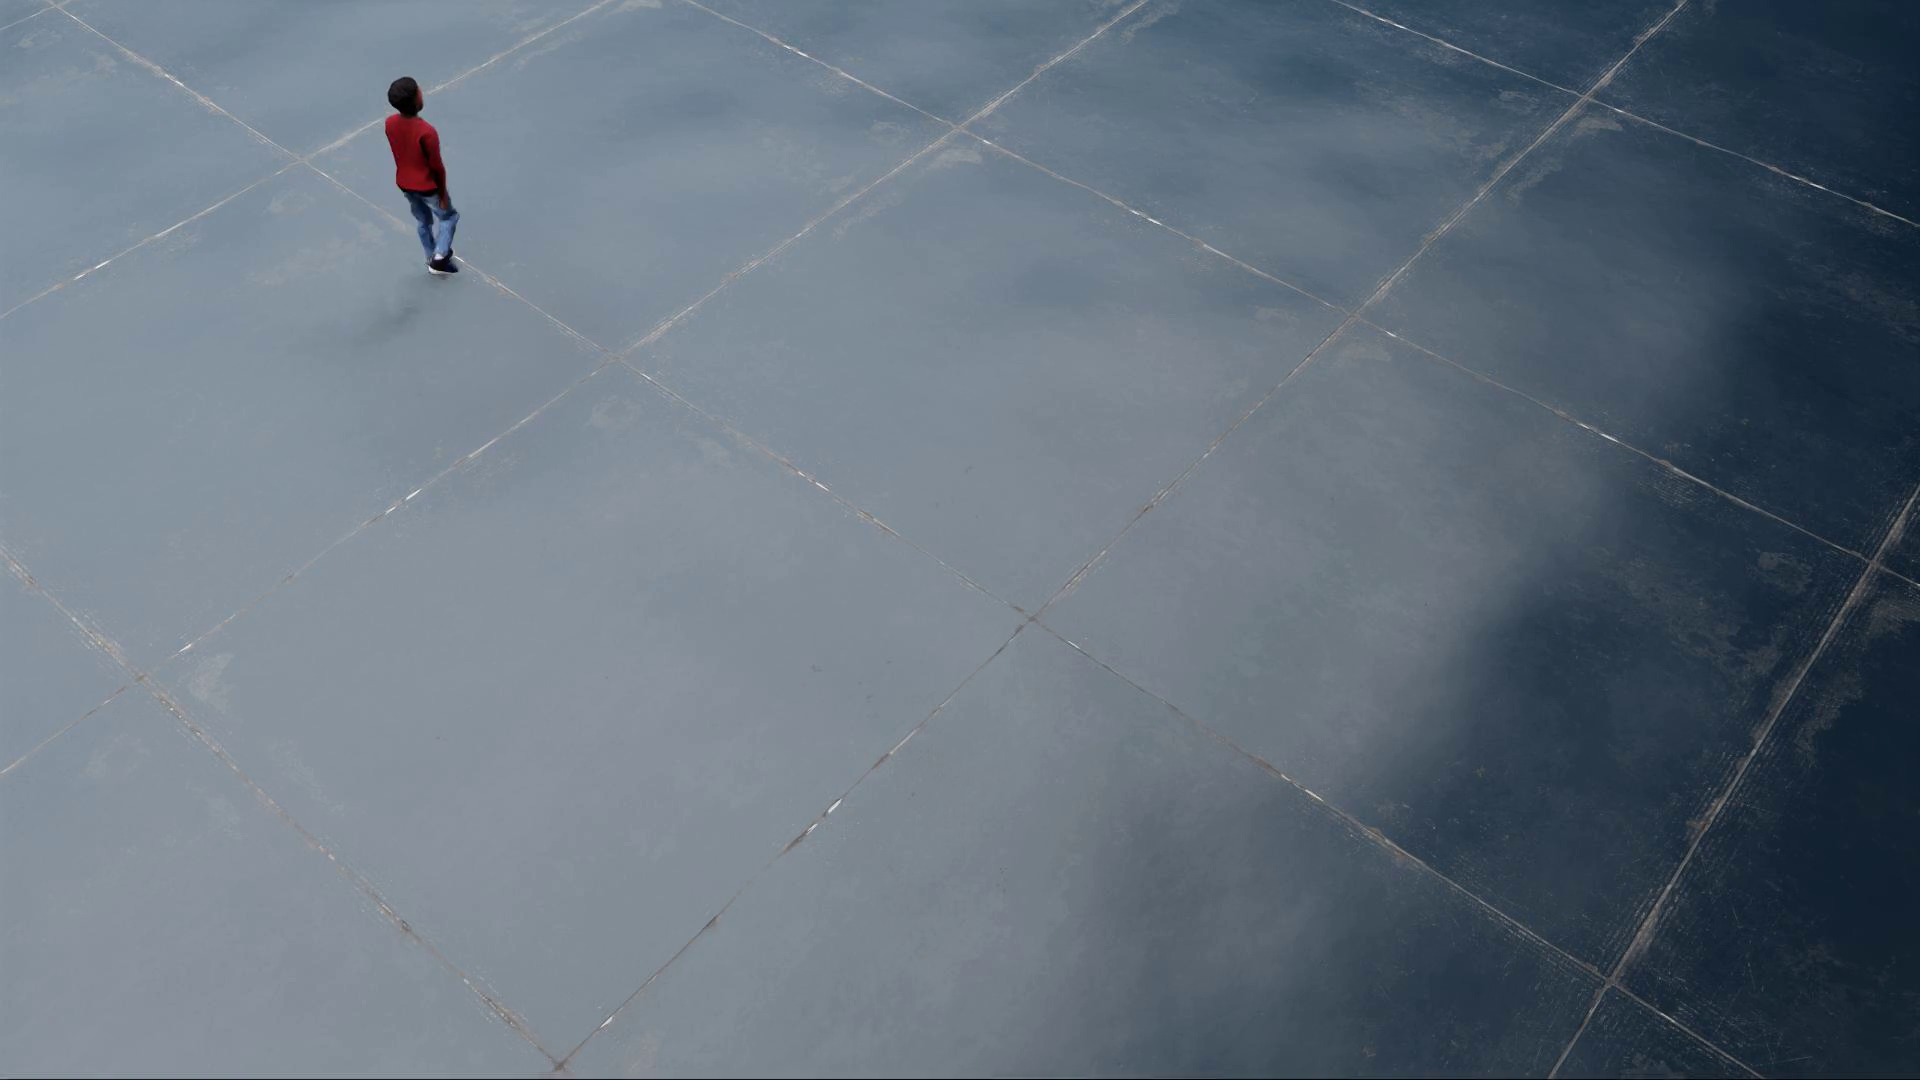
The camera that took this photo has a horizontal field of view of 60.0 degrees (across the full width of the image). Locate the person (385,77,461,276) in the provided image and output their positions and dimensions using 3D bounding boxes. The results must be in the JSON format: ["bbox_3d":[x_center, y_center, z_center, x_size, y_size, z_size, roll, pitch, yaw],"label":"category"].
[{"bbox_3d":[-3.104,-2.003,9.456,0.586,1.237,0.651,16,49,14],"label":"person"}]
